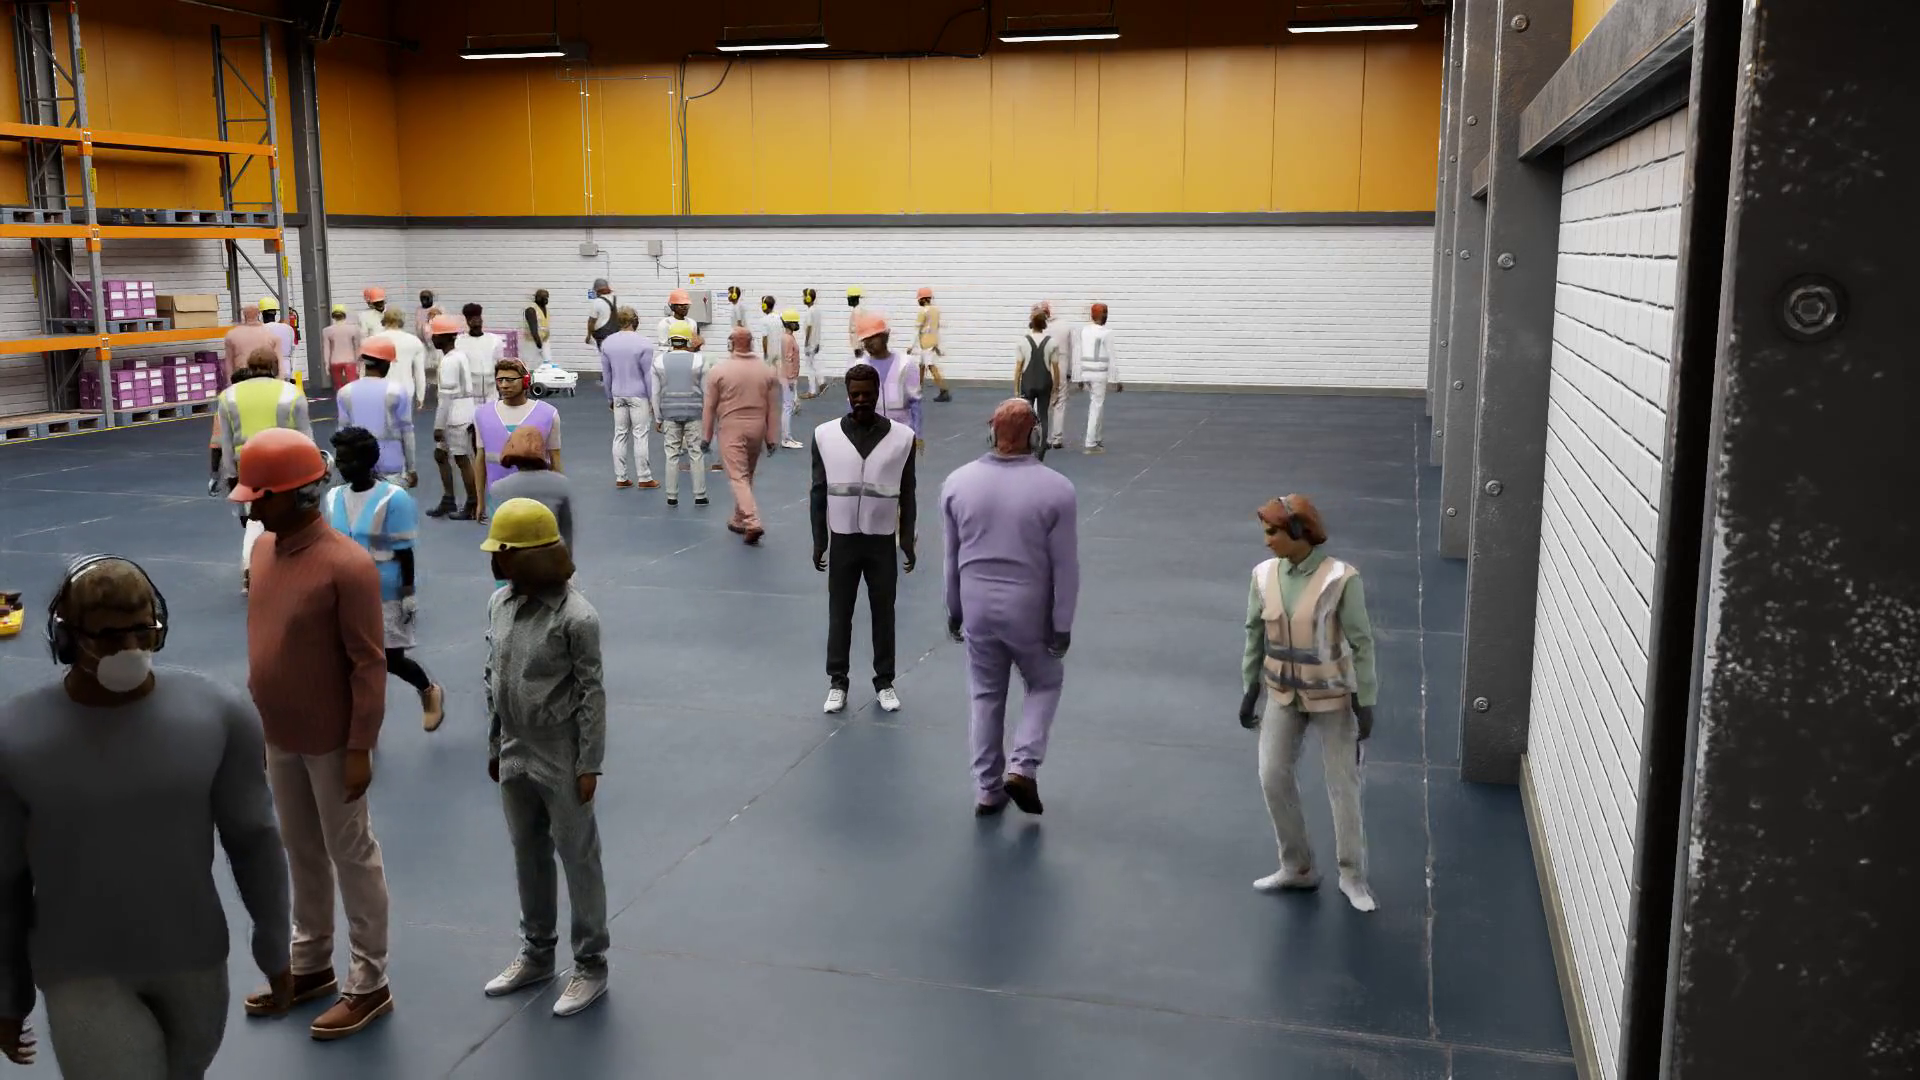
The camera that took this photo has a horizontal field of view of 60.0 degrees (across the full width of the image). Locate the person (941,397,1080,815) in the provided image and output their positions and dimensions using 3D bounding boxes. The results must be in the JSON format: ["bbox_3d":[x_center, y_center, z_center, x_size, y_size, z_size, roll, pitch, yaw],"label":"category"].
[{"bbox_3d":[0.227,0.314,7.408,0.651,1.893,0.443,3,11,19],"label":"person"}]

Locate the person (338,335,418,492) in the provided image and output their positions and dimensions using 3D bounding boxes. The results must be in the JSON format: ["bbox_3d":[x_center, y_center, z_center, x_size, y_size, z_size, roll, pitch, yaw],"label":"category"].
[{"bbox_3d":[-4.336,-0.558,12.302,0.545,1.908,0.771,1,10,4],"label":"person"}]

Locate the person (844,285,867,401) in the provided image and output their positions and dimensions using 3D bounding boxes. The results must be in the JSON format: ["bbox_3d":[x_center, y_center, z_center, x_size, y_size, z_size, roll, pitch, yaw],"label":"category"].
[{"bbox_3d":[-1.706,-3.232,27.394,0.415,1.914,0.612,0,10,-1],"label":"person"}]

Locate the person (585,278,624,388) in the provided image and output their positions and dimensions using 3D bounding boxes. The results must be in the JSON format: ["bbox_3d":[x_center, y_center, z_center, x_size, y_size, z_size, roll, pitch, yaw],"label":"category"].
[{"bbox_3d":[-6.395,-3.694,29.669,0.935,2.000,0.695,6,12,32],"label":"person"}]

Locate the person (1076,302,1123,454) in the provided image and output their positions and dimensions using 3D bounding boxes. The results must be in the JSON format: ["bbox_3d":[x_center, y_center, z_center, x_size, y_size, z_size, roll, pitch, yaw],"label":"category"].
[{"bbox_3d":[1.760,-1.993,20.551,0.663,1.863,0.590,-7,12,-35],"label":"person"}]

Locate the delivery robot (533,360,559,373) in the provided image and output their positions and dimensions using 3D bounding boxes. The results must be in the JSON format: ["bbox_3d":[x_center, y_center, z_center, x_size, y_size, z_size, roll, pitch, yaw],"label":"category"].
[{"bbox_3d":[-7.242,-2.910,29.171,0.477,0.478,0.707,0,10,-1],"label":"delivery robot"}]

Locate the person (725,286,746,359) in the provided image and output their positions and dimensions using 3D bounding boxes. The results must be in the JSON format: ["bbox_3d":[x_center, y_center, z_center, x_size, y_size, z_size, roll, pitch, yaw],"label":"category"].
[{"bbox_3d":[-4.018,-3.529,29.265,0.783,1.842,0.568,-1,10,-4],"label":"person"}]

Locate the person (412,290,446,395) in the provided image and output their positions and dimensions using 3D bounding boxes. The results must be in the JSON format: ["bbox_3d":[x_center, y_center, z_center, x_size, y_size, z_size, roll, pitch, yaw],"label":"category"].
[{"bbox_3d":[-9.163,-3.380,28.589,0.644,1.789,0.943,3,11,18],"label":"person"}]

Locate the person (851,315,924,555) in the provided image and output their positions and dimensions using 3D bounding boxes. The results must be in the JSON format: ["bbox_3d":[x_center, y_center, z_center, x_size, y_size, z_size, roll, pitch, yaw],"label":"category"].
[{"bbox_3d":[-0.608,-0.883,13.947,0.656,1.999,0.734,1,10,5],"label":"person"}]

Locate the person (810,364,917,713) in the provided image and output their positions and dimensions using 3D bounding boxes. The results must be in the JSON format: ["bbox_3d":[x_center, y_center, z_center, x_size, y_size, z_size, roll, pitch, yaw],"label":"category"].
[{"bbox_3d":[-0.528,-0.011,9.158,0.589,1.920,0.392,-1,10,-5],"label":"person"}]

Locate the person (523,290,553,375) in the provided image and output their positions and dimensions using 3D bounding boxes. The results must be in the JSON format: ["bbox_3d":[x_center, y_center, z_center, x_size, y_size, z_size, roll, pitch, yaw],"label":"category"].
[{"bbox_3d":[-7.479,-3.556,29.617,0.946,1.781,0.657,4,11,22],"label":"person"}]

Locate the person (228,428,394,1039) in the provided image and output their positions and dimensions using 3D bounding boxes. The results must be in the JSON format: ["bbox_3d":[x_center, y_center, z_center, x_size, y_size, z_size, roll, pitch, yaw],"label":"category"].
[{"bbox_3d":[-2.116,0.620,5.396,0.608,1.985,0.396,7,12,33],"label":"person"}]

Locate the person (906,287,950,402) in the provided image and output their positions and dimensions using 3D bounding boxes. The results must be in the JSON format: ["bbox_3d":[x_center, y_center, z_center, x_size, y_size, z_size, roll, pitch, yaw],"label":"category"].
[{"bbox_3d":[-0.552,-3.218,27.436,0.984,1.887,0.548,5,11,24],"label":"person"}]

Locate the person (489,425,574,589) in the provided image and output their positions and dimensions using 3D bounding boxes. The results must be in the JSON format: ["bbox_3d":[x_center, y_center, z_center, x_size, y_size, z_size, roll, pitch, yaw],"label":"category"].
[{"bbox_3d":[-2.317,0.179,9.014,0.533,1.580,0.850,-9,13,-40],"label":"person"}]

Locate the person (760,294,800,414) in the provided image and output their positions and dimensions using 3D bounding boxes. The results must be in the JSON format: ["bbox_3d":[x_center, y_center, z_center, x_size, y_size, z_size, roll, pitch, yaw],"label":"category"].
[{"bbox_3d":[-2.832,-2.830,25.391,0.937,1.839,0.516,9,13,42],"label":"person"}]

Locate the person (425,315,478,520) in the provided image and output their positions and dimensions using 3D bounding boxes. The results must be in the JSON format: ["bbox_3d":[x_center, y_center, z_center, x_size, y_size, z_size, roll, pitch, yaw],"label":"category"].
[{"bbox_3d":[-4.800,-1.123,15.450,0.681,1.915,0.579,-1,10,-7],"label":"person"}]

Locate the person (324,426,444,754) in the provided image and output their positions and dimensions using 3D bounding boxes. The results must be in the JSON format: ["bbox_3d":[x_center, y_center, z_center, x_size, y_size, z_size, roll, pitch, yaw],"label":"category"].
[{"bbox_3d":[-2.898,0.253,8.338,0.556,1.678,0.518,3,11,18],"label":"person"}]

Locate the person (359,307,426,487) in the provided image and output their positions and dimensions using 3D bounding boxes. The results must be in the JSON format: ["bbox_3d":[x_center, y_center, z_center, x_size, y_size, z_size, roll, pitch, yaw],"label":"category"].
[{"bbox_3d":[-6.115,-1.545,17.886,0.644,1.895,0.928,-7,12,-34],"label":"person"}]

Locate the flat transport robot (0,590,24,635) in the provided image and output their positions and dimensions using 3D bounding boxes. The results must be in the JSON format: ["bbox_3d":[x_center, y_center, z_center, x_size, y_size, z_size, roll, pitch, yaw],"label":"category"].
[{"bbox_3d":[-6.913,0.523,10.798,1.431,0.197,0.652,-5,11,-27],"label":"flat transport robot"}]

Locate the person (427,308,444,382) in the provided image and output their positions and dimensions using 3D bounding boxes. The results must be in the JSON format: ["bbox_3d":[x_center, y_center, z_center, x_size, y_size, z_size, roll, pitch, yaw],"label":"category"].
[{"bbox_3d":[-8.090,-2.807,25.869,0.311,1.614,0.600,-2,10,-11],"label":"person"}]

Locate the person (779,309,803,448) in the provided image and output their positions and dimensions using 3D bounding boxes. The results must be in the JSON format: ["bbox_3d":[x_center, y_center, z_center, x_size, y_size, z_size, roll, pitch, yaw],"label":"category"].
[{"bbox_3d":[-2.140,-2.048,21.128,0.311,1.768,0.533,-1,10,-5],"label":"person"}]

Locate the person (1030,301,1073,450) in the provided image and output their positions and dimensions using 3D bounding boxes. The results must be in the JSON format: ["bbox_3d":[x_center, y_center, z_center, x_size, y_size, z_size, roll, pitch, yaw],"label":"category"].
[{"bbox_3d":[1.115,-2.059,20.926,0.730,1.876,0.428,-7,12,-34],"label":"person"}]

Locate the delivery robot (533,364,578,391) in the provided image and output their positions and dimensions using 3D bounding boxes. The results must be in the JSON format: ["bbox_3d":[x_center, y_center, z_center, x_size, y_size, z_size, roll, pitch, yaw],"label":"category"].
[{"bbox_3d":[-6.844,-2.726,28.128,0.707,0.478,0.477,0,10,2],"label":"delivery robot"}]

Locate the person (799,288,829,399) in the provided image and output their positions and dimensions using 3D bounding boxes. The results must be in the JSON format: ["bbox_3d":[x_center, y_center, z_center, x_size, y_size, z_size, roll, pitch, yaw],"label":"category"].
[{"bbox_3d":[-2.492,-3.277,27.812,0.413,1.860,0.544,2,10,14],"label":"person"}]

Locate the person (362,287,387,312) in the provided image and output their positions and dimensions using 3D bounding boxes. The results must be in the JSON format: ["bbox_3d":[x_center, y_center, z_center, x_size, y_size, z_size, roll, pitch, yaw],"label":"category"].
[{"bbox_3d":[-9.529,-3.173,27.155,0.572,1.880,0.956,4,11,21],"label":"person"}]

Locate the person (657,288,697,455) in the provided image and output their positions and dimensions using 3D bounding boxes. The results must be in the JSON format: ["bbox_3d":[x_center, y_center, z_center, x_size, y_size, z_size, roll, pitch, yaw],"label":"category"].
[{"bbox_3d":[-3.409,-2.056,20.387,0.390,2.040,0.614,7,12,34],"label":"person"}]

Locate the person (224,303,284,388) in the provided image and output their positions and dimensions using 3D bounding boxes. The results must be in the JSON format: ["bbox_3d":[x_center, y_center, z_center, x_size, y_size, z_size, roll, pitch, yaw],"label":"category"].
[{"bbox_3d":[-8.464,-1.900,19.992,0.665,1.875,0.676,-5,11,-25],"label":"person"}]

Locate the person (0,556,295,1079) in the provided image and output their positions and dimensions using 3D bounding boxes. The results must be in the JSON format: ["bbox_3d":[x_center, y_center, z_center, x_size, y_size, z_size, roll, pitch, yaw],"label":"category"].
[{"bbox_3d":[-1.905,0.947,3.835,0.639,1.896,1.029,-8,13,-38],"label":"person"}]

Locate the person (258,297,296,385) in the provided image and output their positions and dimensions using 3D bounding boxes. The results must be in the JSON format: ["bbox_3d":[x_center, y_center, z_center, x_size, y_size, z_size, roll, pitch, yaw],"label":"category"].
[{"bbox_3d":[-8.558,-2.061,20.751,0.384,1.922,0.593,5,11,28],"label":"person"}]

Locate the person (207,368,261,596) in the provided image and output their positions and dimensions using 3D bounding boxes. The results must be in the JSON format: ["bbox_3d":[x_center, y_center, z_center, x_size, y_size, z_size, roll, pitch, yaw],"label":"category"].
[{"bbox_3d":[-5.306,-0.461,12.436,0.532,1.657,0.824,1,10,7],"label":"person"}]

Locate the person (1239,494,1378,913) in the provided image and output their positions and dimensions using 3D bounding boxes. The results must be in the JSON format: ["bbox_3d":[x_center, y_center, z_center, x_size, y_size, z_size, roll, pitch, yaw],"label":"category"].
[{"bbox_3d":[1.372,0.627,6.426,0.583,1.615,0.374,10,14,43],"label":"person"}]

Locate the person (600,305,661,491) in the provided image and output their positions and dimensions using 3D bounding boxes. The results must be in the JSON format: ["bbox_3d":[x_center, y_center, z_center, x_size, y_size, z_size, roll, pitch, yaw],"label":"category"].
[{"bbox_3d":[-3.446,-1.482,17.432,0.630,1.940,0.373,4,11,20],"label":"person"}]

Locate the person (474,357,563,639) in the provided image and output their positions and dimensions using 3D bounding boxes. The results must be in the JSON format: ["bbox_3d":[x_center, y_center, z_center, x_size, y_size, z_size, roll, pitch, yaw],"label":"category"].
[{"bbox_3d":[-2.868,-0.270,10.830,0.570,1.844,0.377,0,10,2],"label":"person"}]

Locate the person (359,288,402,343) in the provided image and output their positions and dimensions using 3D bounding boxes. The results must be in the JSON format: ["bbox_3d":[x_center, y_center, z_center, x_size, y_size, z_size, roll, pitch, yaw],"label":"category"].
[{"bbox_3d":[-8.371,-2.681,24.188,0.624,1.940,0.918,-6,11,-29],"label":"person"}]

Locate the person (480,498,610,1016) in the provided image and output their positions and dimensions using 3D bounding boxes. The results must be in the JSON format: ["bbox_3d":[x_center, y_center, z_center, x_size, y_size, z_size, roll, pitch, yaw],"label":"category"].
[{"bbox_3d":[-1.399,0.717,5.540,0.492,1.740,0.324,6,12,31],"label":"person"}]

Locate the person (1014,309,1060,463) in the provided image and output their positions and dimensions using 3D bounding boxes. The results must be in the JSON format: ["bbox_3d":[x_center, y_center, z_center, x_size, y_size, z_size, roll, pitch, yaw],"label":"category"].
[{"bbox_3d":[0.883,-1.721,19.073,0.539,1.830,0.509,0,10,-1],"label":"person"}]

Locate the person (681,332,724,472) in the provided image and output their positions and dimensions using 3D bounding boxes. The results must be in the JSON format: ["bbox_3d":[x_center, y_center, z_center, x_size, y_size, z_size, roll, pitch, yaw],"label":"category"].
[{"bbox_3d":[-2.955,-1.568,18.860,0.567,1.612,0.383,-6,11,-29],"label":"person"}]

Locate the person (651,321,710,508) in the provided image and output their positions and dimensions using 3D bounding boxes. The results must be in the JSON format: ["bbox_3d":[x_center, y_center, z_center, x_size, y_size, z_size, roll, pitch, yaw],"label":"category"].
[{"bbox_3d":[-2.702,-1.221,16.250,0.590,1.833,0.404,0,10,-1],"label":"person"}]

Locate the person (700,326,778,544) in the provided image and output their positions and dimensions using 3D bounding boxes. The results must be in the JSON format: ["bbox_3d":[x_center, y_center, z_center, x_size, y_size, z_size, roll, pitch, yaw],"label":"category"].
[{"bbox_3d":[-1.886,-0.919,14.447,0.640,1.868,0.958,-6,12,-32],"label":"person"}]

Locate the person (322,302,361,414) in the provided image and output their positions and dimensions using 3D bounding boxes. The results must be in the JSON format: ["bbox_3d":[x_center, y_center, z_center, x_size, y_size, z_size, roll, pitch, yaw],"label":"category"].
[{"bbox_3d":[-8.971,-2.574,24.147,0.521,1.739,0.662,-3,10,-15],"label":"person"}]

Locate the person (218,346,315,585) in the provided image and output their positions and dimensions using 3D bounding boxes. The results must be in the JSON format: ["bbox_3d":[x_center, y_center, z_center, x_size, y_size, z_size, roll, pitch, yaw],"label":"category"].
[{"bbox_3d":[-5.082,-0.509,12.261,0.641,1.829,0.460,-1,10,-5],"label":"person"}]

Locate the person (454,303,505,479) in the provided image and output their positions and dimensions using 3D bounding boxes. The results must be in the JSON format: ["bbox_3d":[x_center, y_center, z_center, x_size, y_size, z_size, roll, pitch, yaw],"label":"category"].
[{"bbox_3d":[-5.235,-1.613,18.167,0.623,1.939,0.503,-6,12,-29],"label":"person"}]
